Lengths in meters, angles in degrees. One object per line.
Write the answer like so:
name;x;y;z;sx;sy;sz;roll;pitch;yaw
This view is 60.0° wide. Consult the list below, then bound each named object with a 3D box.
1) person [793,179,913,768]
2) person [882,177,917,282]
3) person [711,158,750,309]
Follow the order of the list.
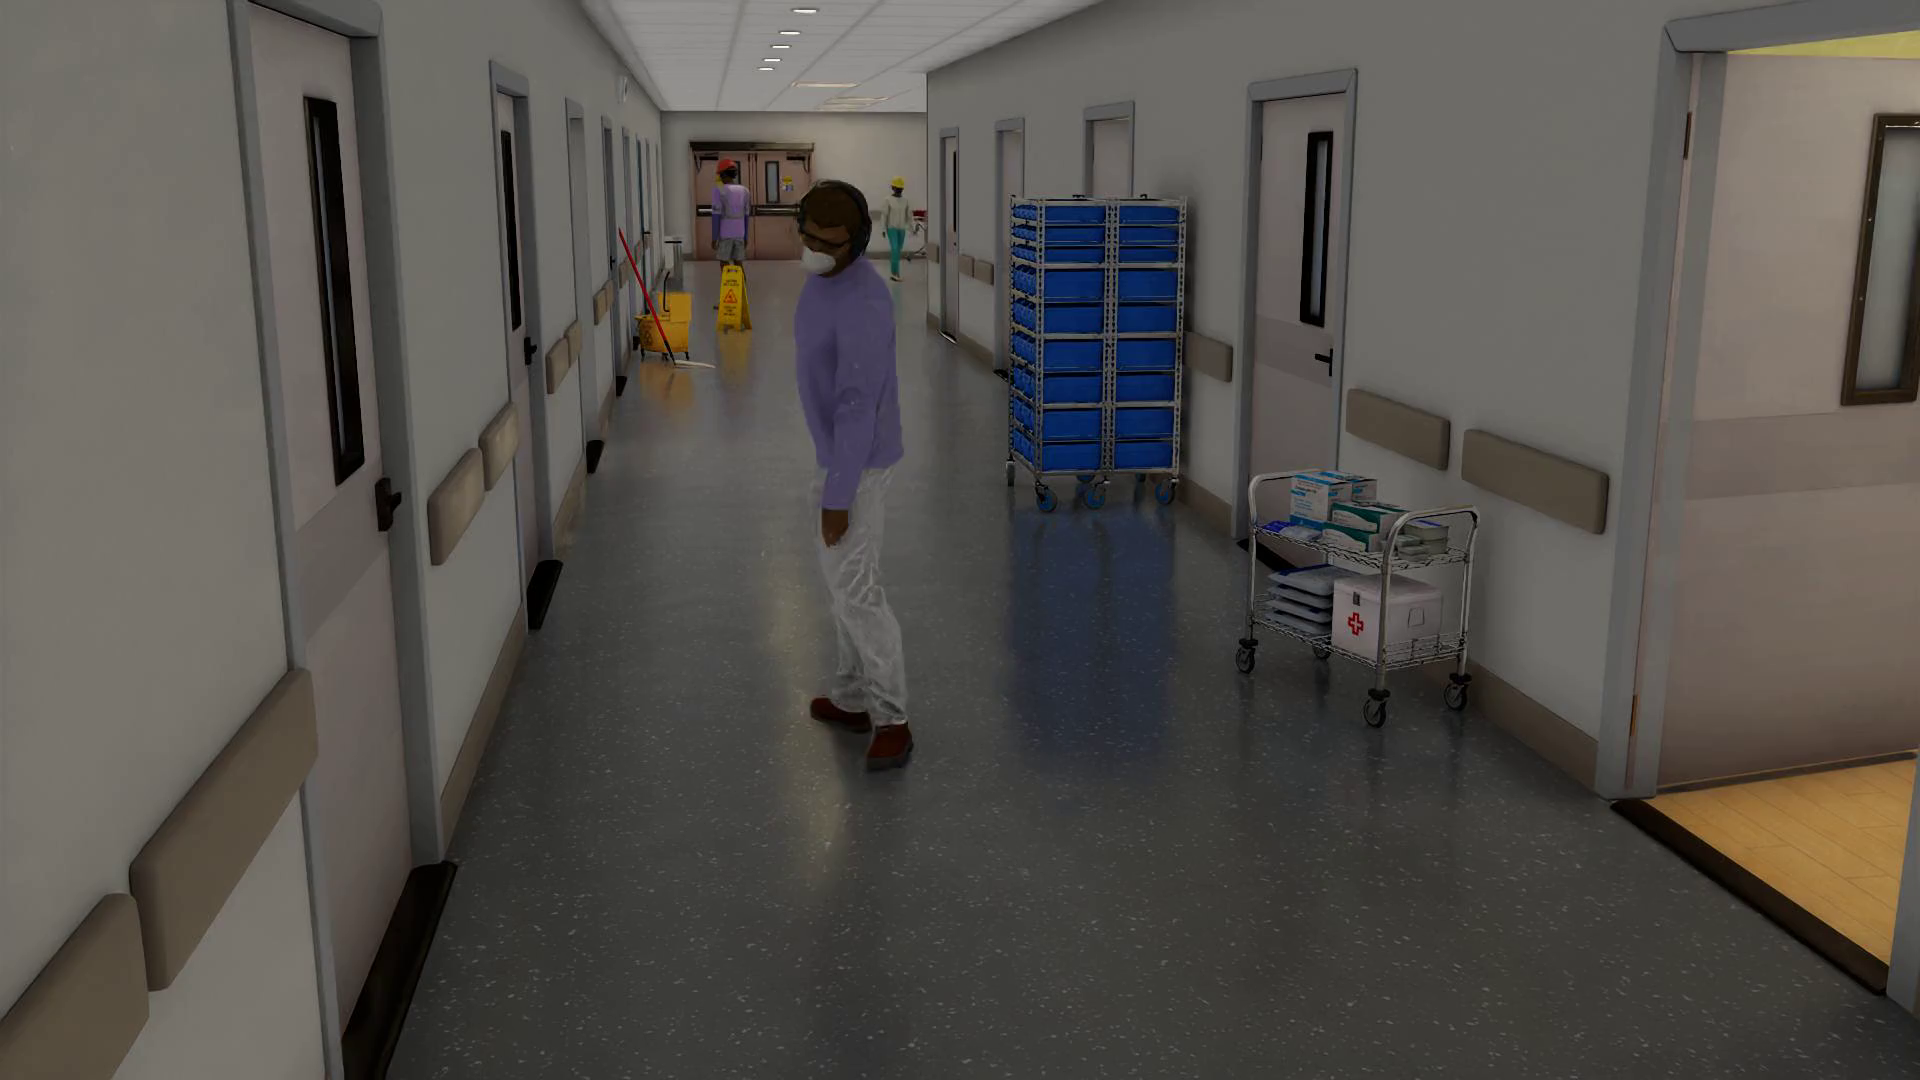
person;-0.368;-0.221;5.482;0.362;1.895;0.714;-3;13;-11
person;-1.030;-5.253;28.137;0.550;1.728;0.662;-8;15;-32
person;-3.135;-4.148;22.605;0.410;2.032;0.609;12;18;44
